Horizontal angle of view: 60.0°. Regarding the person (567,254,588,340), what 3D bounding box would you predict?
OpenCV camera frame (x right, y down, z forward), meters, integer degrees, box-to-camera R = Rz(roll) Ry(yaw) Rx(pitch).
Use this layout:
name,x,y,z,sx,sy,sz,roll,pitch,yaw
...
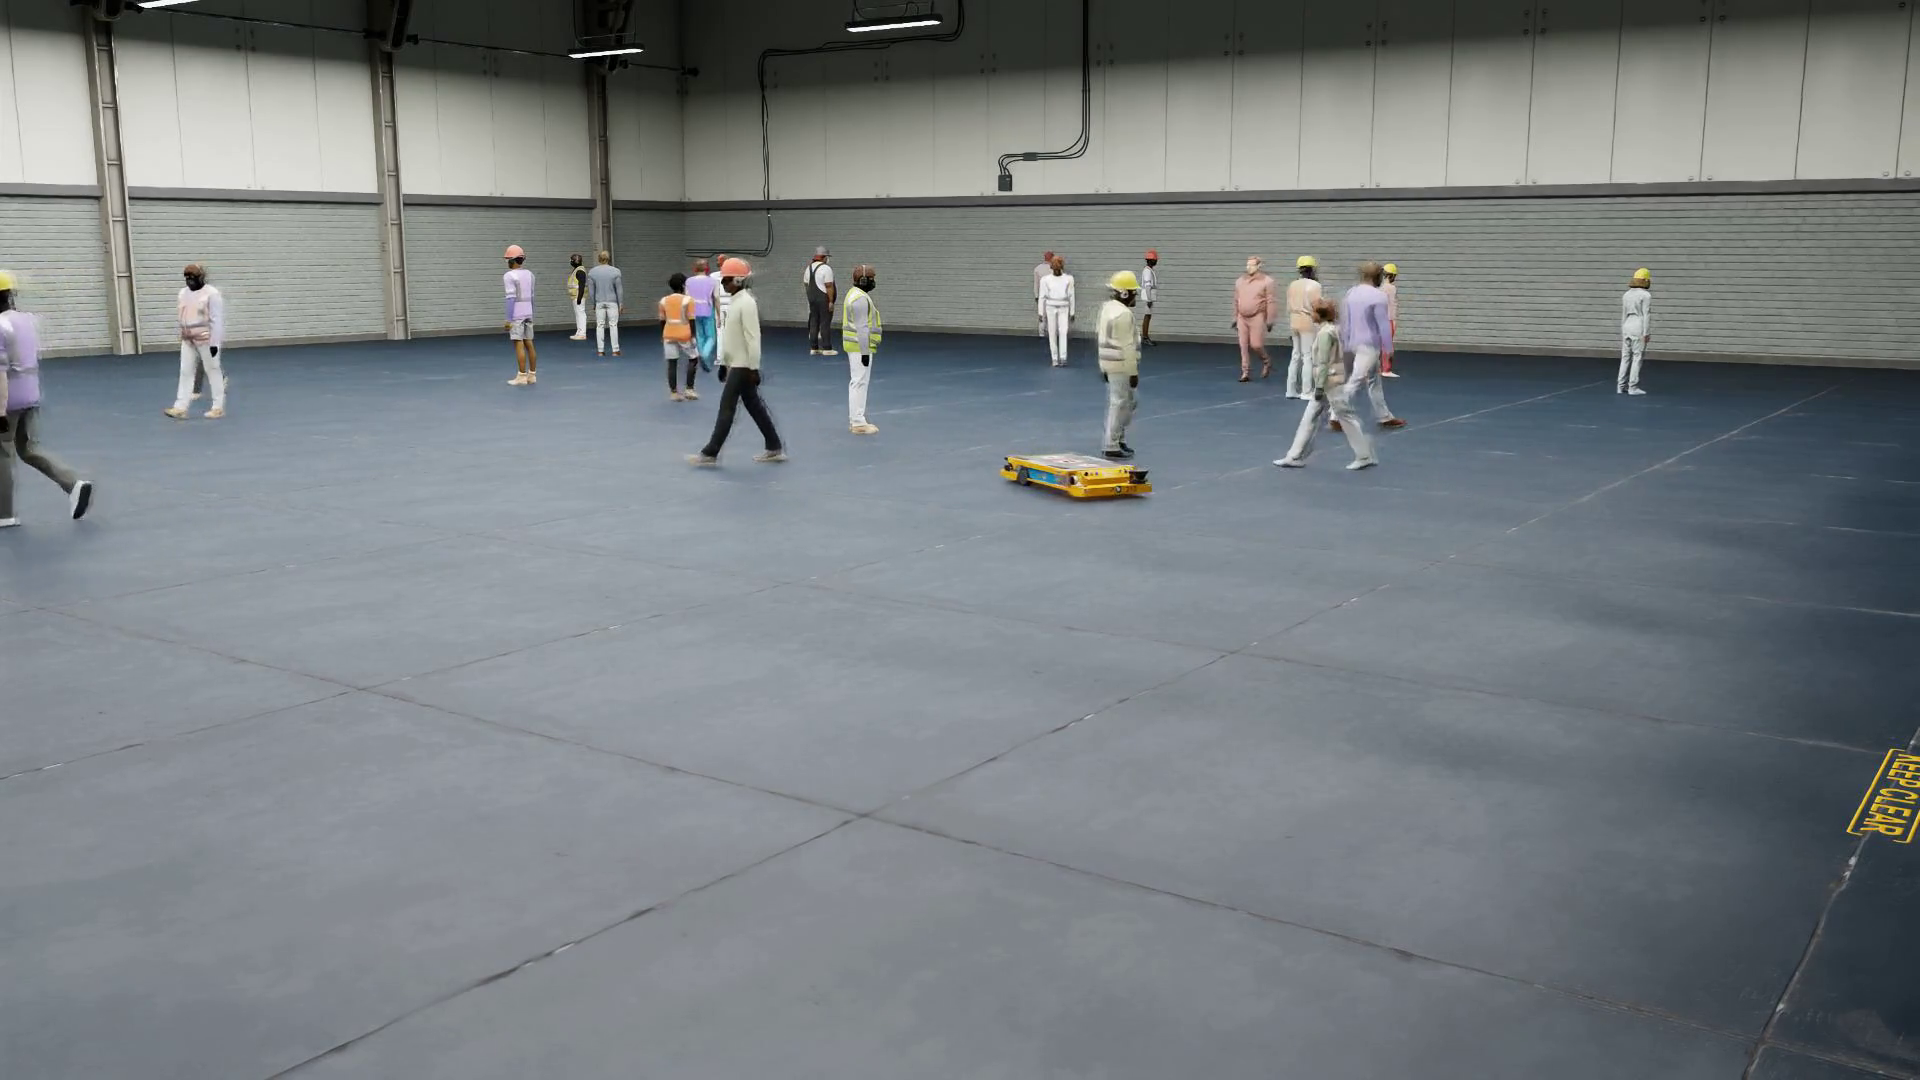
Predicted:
name,x,y,z,sx,sy,sz,roll,pitch,yaw
person,-8.275,-5.258,36.003,0.429,1.844,0.627,-4,11,-21

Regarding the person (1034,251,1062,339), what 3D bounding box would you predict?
name,x,y,z,sx,sy,sz,roll,pitch,yaw
person,1.942,-5.340,36.279,0.645,1.908,0.408,2,10,11

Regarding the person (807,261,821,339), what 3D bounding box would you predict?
name,x,y,z,sx,sy,sz,roll,pitch,yaw
person,-3.131,-5.209,36.127,0.322,1.696,0.530,-8,13,-39

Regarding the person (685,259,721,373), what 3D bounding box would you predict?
name,x,y,z,sx,sy,sz,roll,pitch,yaw
person,-4.107,-3.575,26.592,0.588,1.831,0.524,2,10,9

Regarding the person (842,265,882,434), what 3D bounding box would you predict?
name,x,y,z,sx,sy,sz,roll,pitch,yaw
person,-1.070,-2.081,18.235,0.429,1.835,0.630,-2,10,-9

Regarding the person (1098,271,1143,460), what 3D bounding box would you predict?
name,x,y,z,sx,sy,sz,roll,pitch,yaw
person,1.581,-1.665,15.942,0.496,1.811,0.616,-2,10,-8

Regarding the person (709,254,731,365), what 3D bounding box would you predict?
name,x,y,z,sx,sy,sz,roll,pitch,yaw
person,-4.028,-3.932,28.450,0.587,1.882,0.342,-5,11,-27

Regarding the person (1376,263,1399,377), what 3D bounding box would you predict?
name,x,y,z,sx,sy,sz,roll,pitch,yaw
person,6.634,-3.410,25.862,0.309,1.769,0.523,-4,11,-22

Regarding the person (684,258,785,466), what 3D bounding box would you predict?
name,x,y,z,sx,sy,sz,roll,pitch,yaw
person,-2.102,-1.667,15.623,1.001,1.940,0.636,-3,11,-17

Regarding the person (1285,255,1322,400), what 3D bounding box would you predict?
name,x,y,z,sx,sy,sz,roll,pitch,yaw
person,4.559,-2.794,22.043,0.387,1.898,0.637,-6,12,-30

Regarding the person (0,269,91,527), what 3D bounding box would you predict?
name,x,y,z,sx,sy,sz,roll,pitch,yaw
person,-6.864,-1.032,12.134,0.756,1.907,0.604,0,10,-3

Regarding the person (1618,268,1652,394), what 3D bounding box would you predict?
name,x,y,z,sx,sy,sz,roll,pitch,yaw
person,9.346,-2.875,22.973,0.365,1.726,0.497,-4,11,-22

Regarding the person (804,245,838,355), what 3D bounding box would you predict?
name,x,y,z,sx,sy,sz,roll,pitch,yaw
person,-2.556,-4.472,31.037,0.684,2.000,0.535,10,14,44

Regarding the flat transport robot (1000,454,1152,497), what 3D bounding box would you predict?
name,x,y,z,sx,sy,sz,roll,pitch,yaw
flat transport robot,0.965,-0.567,14.123,0.652,0.197,1.431,-5,11,-27

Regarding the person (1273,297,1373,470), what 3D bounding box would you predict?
name,x,y,z,sx,sy,sz,roll,pitch,yaw
person,3.391,-1.423,15.244,0.906,1.588,0.525,1,10,8

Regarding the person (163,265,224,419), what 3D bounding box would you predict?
name,x,y,z,sx,sy,sz,roll,pitch,yaw
person,-9.025,-2.316,19.576,0.658,1.817,0.759,4,11,20

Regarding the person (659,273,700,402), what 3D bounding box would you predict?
name,x,y,z,sx,sy,sz,roll,pitch,yaw
person,-3.653,-2.659,21.864,0.552,1.677,0.565,3,11,19

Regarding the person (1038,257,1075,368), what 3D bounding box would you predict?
name,x,y,z,sx,sy,sz,roll,pitch,yaw
person,1.617,-3.801,27.855,0.609,1.829,0.968,0,10,2

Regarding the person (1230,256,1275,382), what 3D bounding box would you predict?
name,x,y,z,sx,sy,sz,roll,pitch,yaw
person,4.388,-3.316,24.980,0.651,1.891,0.470,8,13,40

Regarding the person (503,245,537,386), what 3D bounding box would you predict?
name,x,y,z,sx,sy,sz,roll,pitch,yaw
person,-6.456,-3.272,24.309,0.390,2.045,0.607,4,11,22

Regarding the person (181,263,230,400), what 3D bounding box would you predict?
name,x,y,z,sx,sy,sz,roll,pitch,yaw
person,-10.199,-2.812,22.394,0.520,1.816,0.888,3,11,17

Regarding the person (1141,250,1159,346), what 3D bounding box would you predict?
name,x,y,z,sx,sy,sz,roll,pitch,yaw
person,3.848,-4.892,33.683,0.357,1.938,0.542,1,10,6

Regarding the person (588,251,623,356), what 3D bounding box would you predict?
name,x,y,z,sx,sy,sz,roll,pitch,yaw
person,-6.505,-4.345,30.616,0.630,1.940,0.372,1,10,4

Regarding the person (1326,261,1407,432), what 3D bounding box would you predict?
name,x,y,z,sx,sy,sz,roll,pitch,yaw
person,4.510,-2.130,18.381,1.042,1.886,0.650,-3,11,-16
